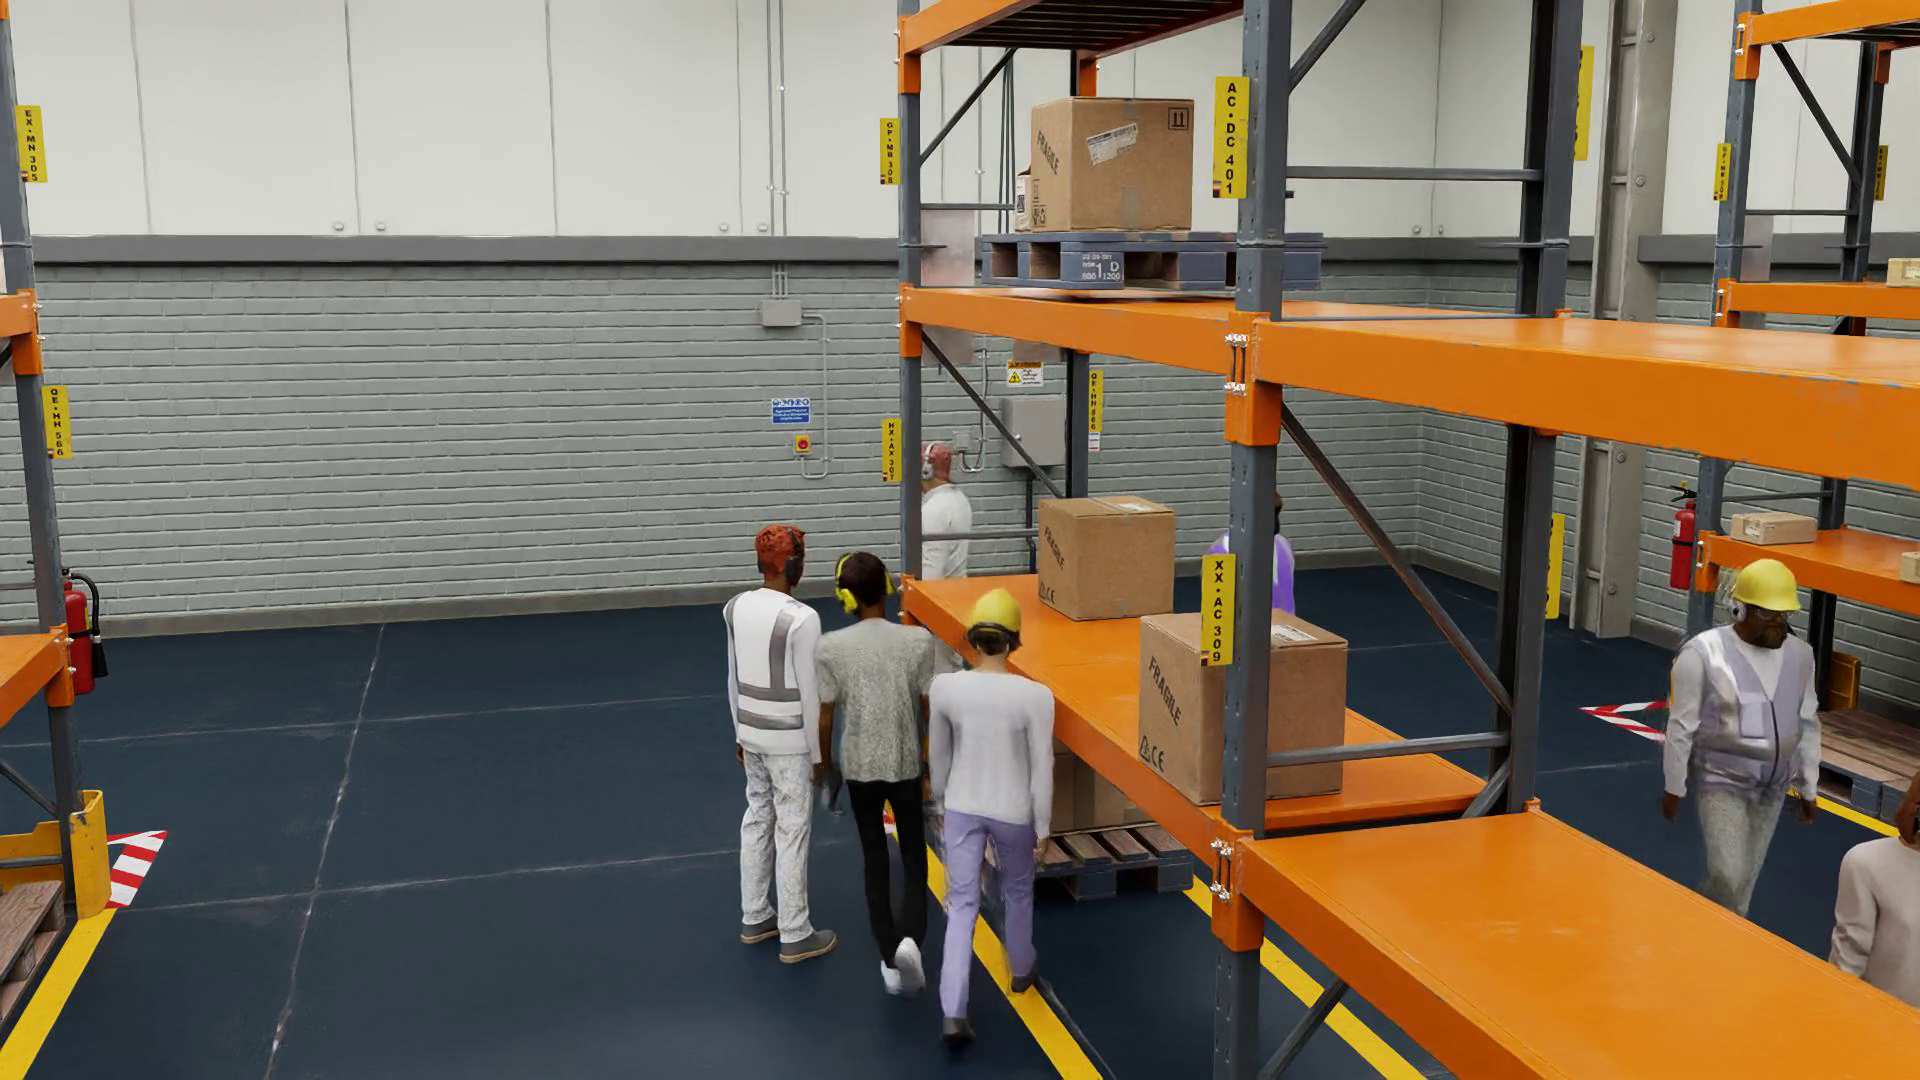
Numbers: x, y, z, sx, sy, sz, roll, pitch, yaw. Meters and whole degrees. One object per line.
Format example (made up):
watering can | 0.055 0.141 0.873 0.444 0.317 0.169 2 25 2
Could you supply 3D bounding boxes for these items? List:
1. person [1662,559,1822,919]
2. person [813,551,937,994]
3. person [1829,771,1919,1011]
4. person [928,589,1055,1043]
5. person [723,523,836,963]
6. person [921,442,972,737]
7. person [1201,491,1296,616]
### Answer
person | 3.159 0.969 6.673 0.624 1.815 0.459 -2 10 -12
person | -0.313 0.960 6.685 0.549 1.836 0.516 0 10 -1
person | 2.743 1.402 4.744 0.501 1.631 0.287 3 10 15
person | 0.105 1.054 6.472 0.531 1.726 0.887 3 10 14
person | -0.779 0.860 7.144 0.349 1.879 0.578 -10 14 -43
person | -0.151 0.366 9.882 0.402 1.904 0.653 2 10 13
person | 1.527 0.615 8.668 0.618 1.835 0.429 -8 13 -40
